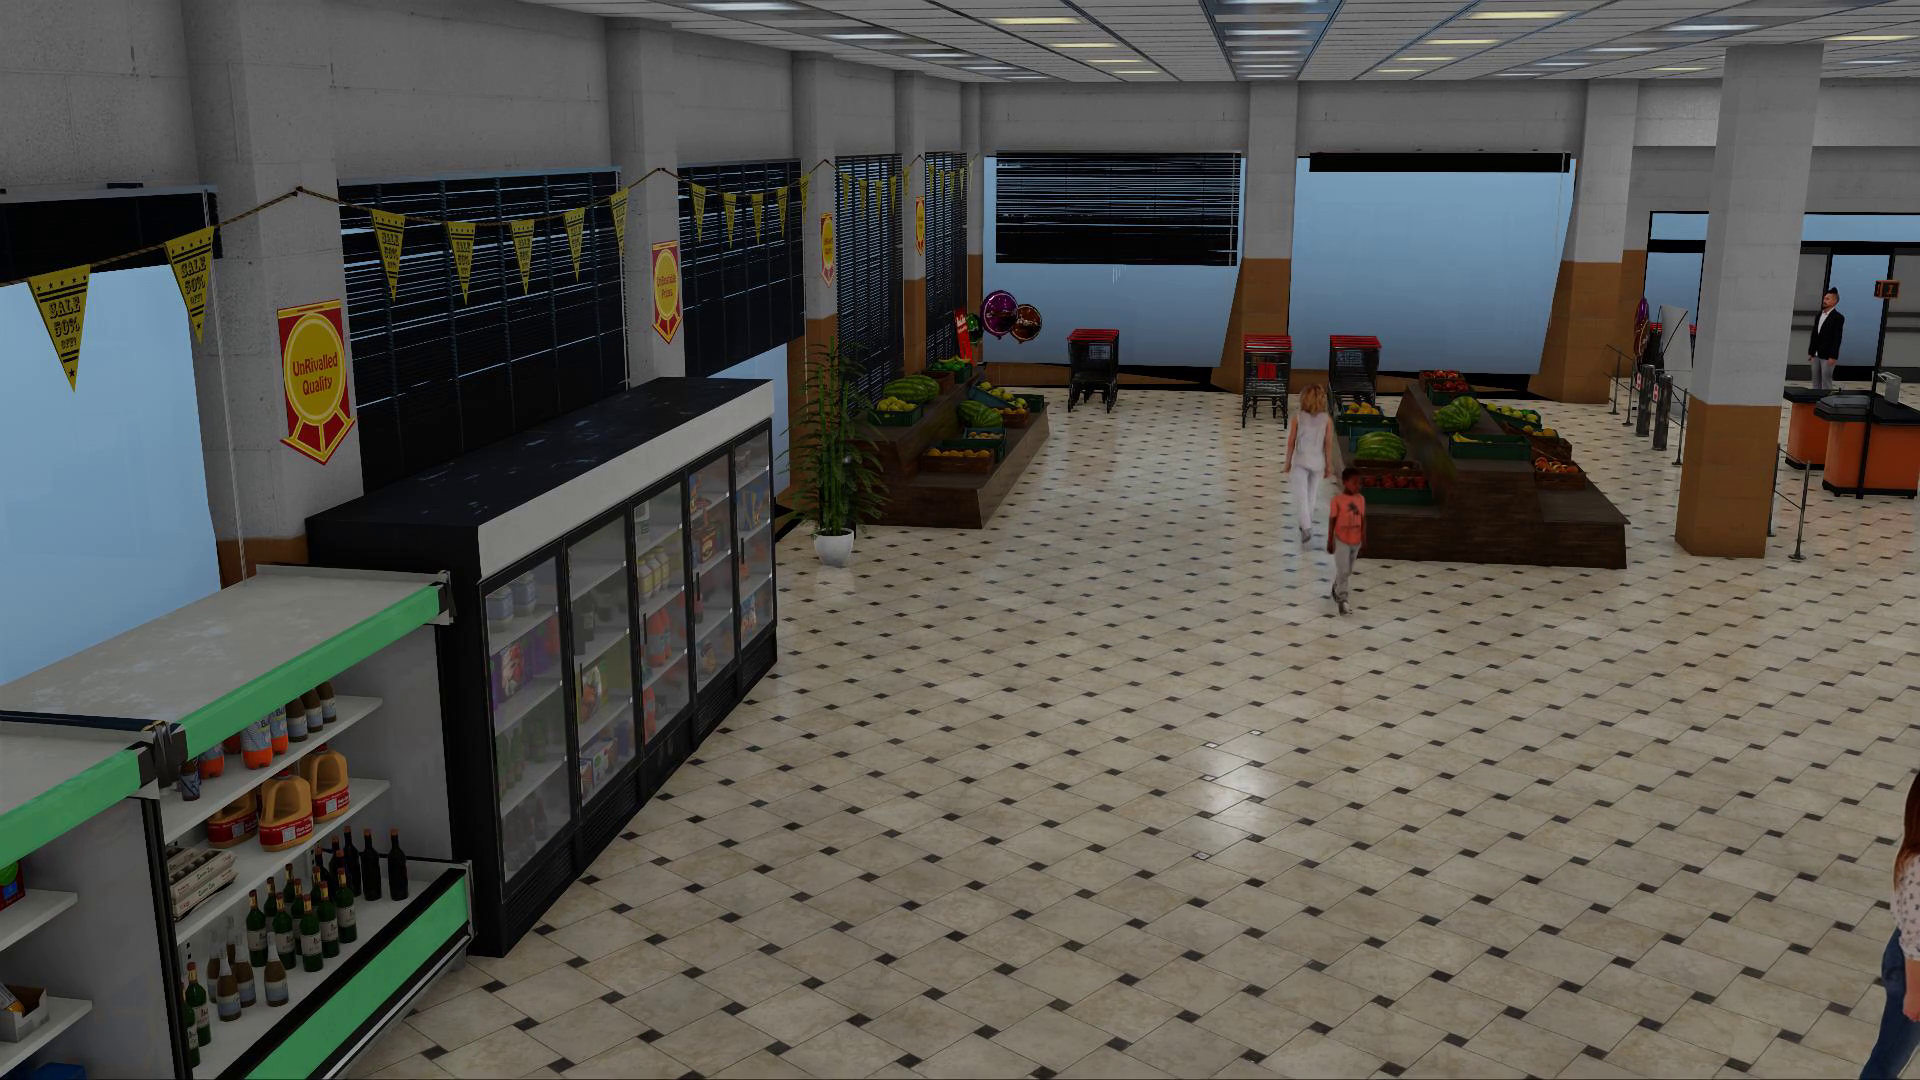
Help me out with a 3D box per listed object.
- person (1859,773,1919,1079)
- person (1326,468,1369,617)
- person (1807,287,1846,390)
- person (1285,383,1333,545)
[{"bbox_3d":[3.876,1.728,6.761,0.712,1.728,0.591,11,17,37],"label":"person"},{"bbox_3d":[3.435,-0.009,14.863,0.691,1.285,0.944,-3,14,-11],"label":"person"},{"bbox_3d":[13.086,-2.847,25.150,0.853,1.950,0.690,-3,14,-13],"label":"person"},{"bbox_3d":[3.614,-0.763,17.232,0.711,1.633,1.106,0,14,2],"label":"person"}]
